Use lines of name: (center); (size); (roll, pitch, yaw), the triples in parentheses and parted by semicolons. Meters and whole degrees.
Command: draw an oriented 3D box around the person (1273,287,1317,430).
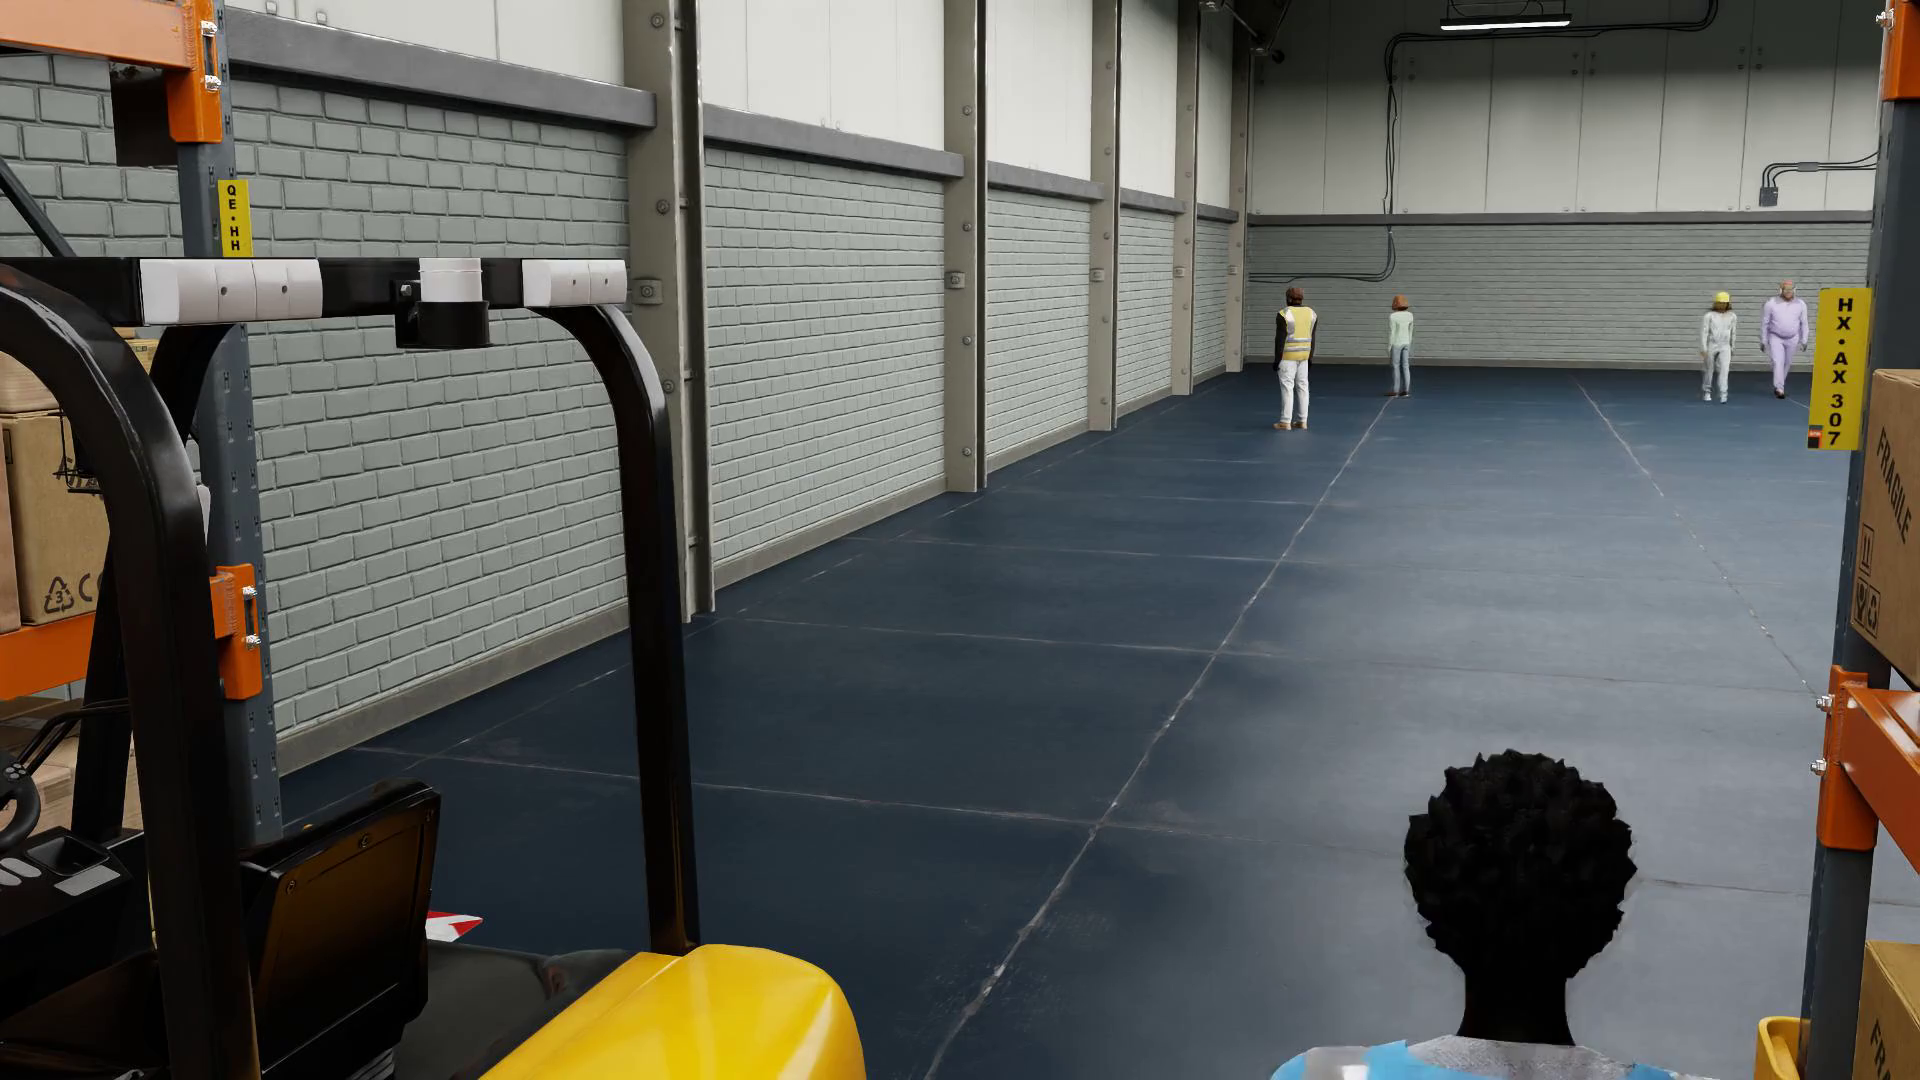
person: (4.296, -2.343, 21.488); (0.633, 1.841, 0.429); (-5, 11, -28)

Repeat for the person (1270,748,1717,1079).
person: (0.549, 1.052, 1.711); (0.548, 1.685, 0.426); (3, 10, 18)

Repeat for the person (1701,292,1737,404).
person: (11.658, -2.960, 25.588); (0.498, 1.695, 0.895); (2, 10, 12)

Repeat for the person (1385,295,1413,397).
person: (7.041, -3.106, 26.649); (0.506, 1.631, 0.265); (-6, 11, -30)

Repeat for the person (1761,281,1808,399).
person: (13.181, -3.204, 26.583); (0.659, 1.860, 0.980); (2, 10, 12)
